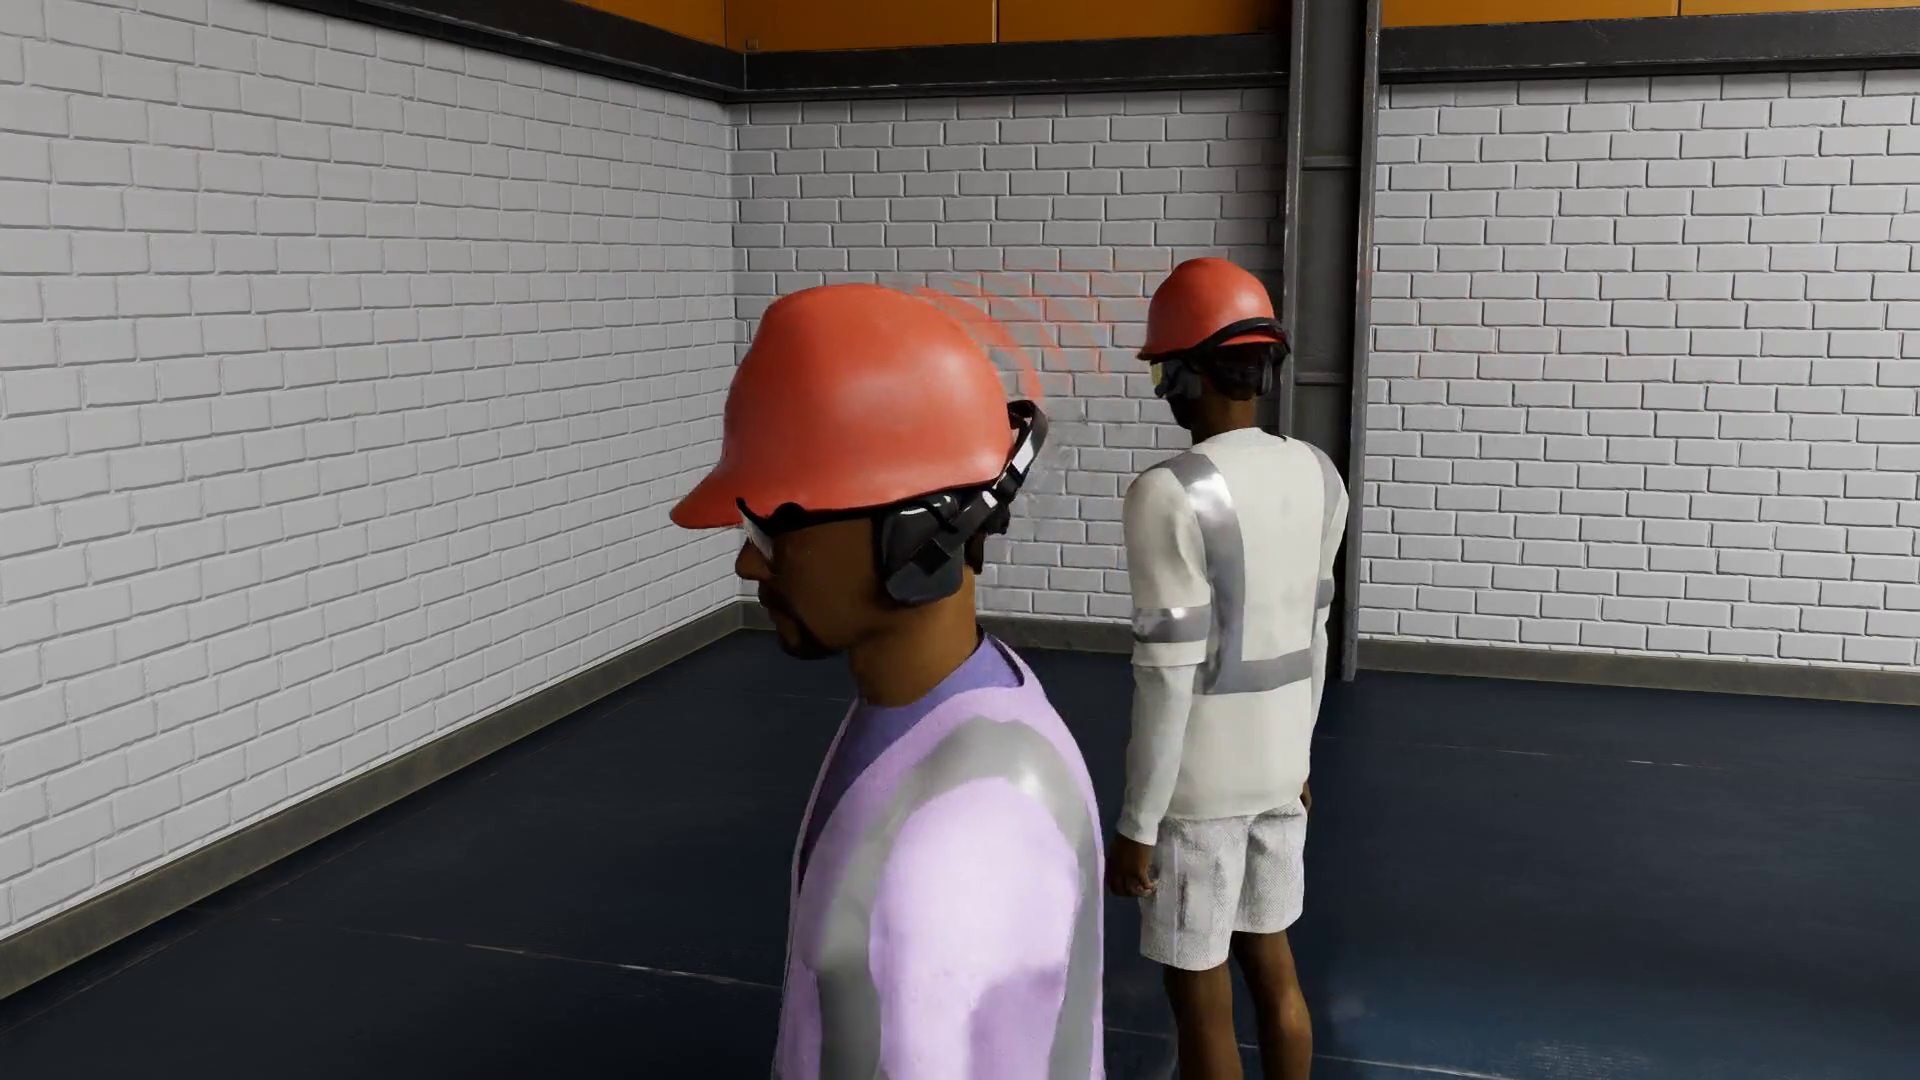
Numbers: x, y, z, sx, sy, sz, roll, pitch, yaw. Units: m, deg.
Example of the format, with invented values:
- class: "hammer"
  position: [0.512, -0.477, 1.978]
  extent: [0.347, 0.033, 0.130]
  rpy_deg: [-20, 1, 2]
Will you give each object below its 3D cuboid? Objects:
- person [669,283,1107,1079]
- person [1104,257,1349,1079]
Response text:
- class: "person"
  position: [-0.096, 0.764, 1.632]
  extent: [0.865, 2.004, 0.631]
  rpy_deg: [-1, 9, -9]
- class: "person"
  position: [0.499, 0.465, 3.340]
  extent: [0.393, 2.039, 0.613]
  rpy_deg: [9, 13, 44]
